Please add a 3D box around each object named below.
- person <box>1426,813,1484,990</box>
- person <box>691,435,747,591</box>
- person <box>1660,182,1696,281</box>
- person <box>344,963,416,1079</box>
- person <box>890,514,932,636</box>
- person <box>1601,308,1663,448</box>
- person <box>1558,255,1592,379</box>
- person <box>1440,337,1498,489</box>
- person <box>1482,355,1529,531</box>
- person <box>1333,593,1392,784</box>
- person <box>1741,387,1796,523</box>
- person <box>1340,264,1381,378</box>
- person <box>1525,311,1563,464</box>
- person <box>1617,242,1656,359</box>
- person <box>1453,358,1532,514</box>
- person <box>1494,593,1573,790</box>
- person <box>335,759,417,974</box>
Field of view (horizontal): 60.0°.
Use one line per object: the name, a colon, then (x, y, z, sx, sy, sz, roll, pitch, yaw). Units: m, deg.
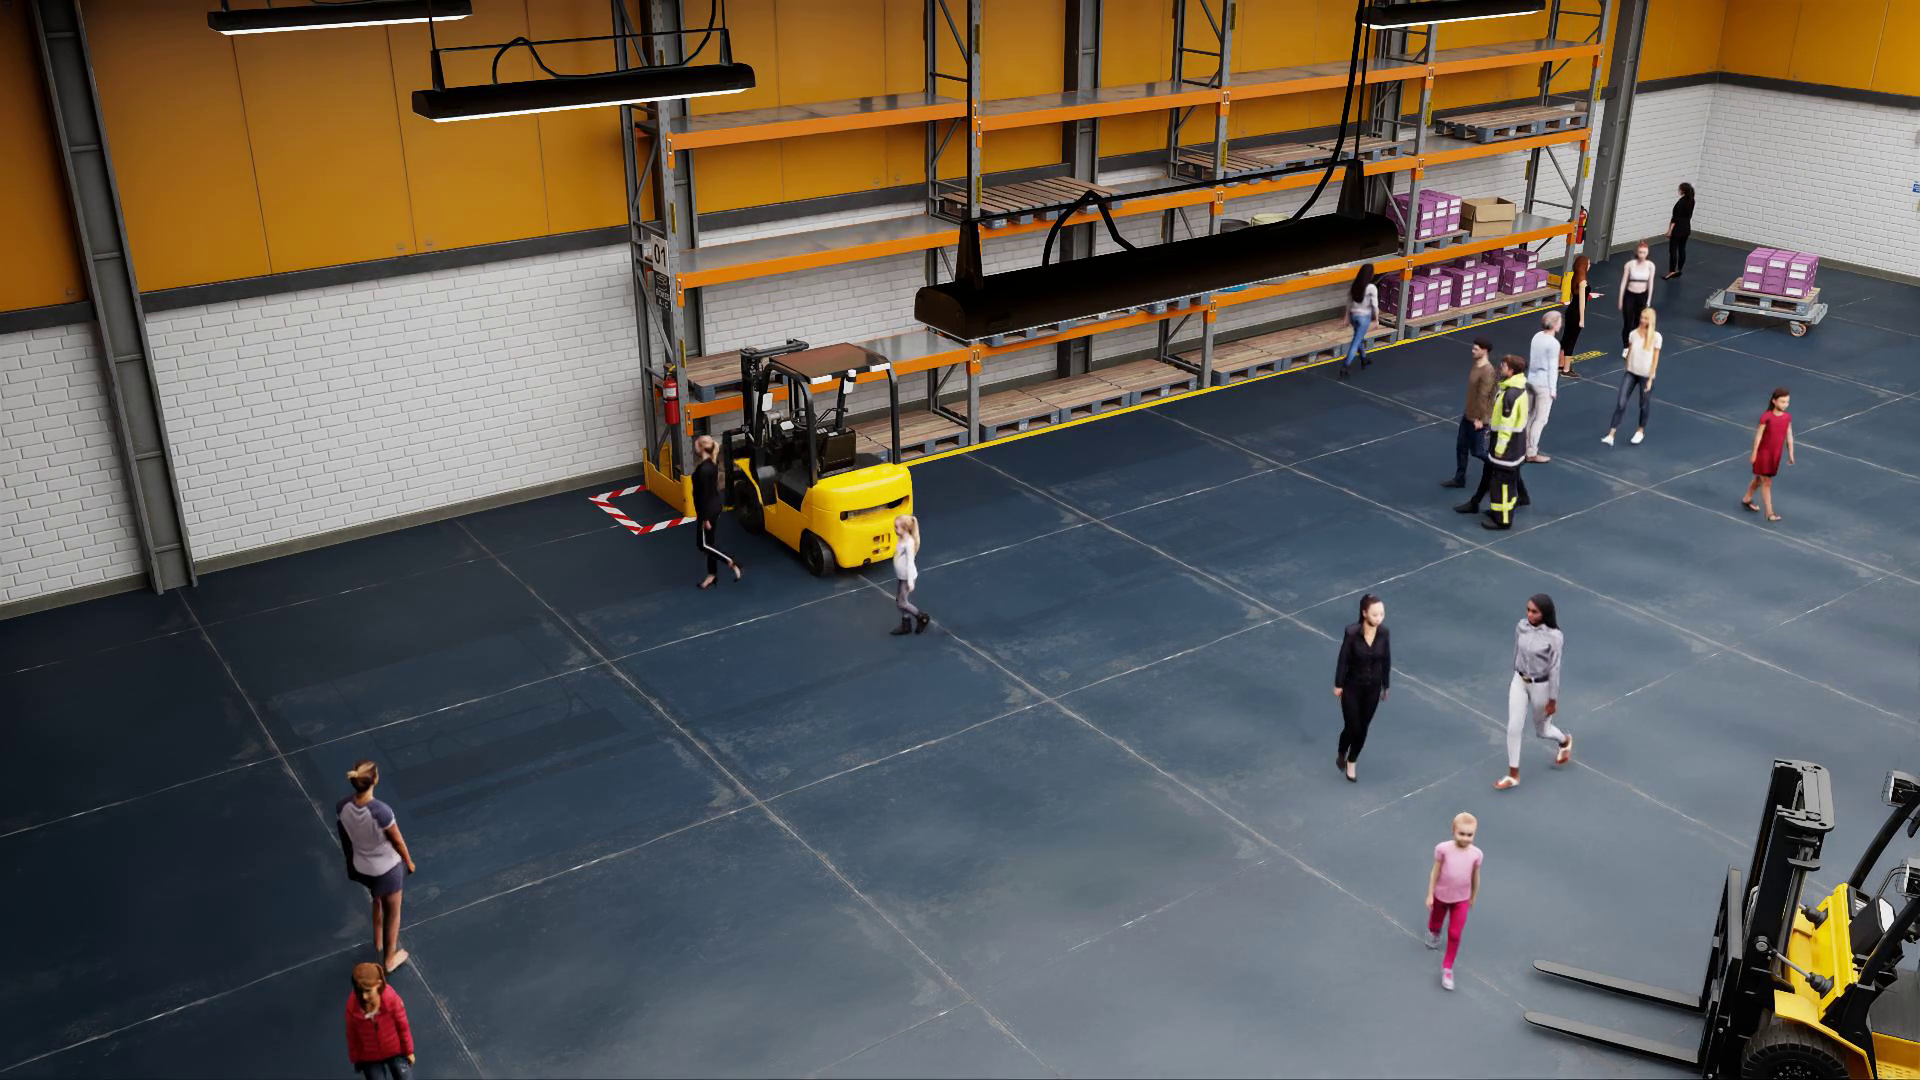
person: (3.360, 2.401, 11.392, 0.773, 1.256, 0.859, 5, 24, 12)
person: (-2.484, -0.255, 16.922, 0.933, 1.692, 0.879, 5, 24, 11)
person: (12.343, -5.292, 28.490, 0.485, 1.657, 0.675, -12, 26, -25)
person: (-3.431, 3.020, 9.912, 0.662, 1.307, 0.690, -6, 24, -14)
person: (-0.460, 0.346, 16.075, 0.686, 1.269, 0.601, -6, 24, -14)
person: (8.587, -2.031, 20.891, 0.747, 1.769, 1.134, 21, 31, 39)
person: (8.711, -3.184, 23.582, 0.683, 1.726, 0.652, 0, 24, 1)
person: (6.123, -1.453, 19.448, 1.090, 1.864, 0.917, -4, 24, -8)
person: (6.098, -1.089, 18.473, 0.937, 1.979, 0.812, 9, 25, 20)
person: (3.239, 1.196, 13.591, 0.677, 1.703, 0.767, -5, 24, -10)
person: (9.135, -1.008, 18.867, 1.023, 1.515, 0.895, -4, 24, -10)
person: (5.606, -3.065, 23.484, 1.076, 1.586, 0.684, -19, 30, -37)
person: (7.122, -1.894, 20.425, 0.721, 1.890, 0.731, -3, 24, -8)
person: (9.856, -3.507, 24.318, 0.838, 1.728, 0.910, 7, 25, 16)
person: (6.240, -1.154, 18.814, 1.243, 1.825, 1.125, 0, 24, 1)
person: (4.727, 1.215, 13.546, 1.028, 1.703, 0.656, -16, 28, -32)
person: (-3.992, 2.253, 11.288, 0.689, 1.610, 0.738, 8, 25, 19)
